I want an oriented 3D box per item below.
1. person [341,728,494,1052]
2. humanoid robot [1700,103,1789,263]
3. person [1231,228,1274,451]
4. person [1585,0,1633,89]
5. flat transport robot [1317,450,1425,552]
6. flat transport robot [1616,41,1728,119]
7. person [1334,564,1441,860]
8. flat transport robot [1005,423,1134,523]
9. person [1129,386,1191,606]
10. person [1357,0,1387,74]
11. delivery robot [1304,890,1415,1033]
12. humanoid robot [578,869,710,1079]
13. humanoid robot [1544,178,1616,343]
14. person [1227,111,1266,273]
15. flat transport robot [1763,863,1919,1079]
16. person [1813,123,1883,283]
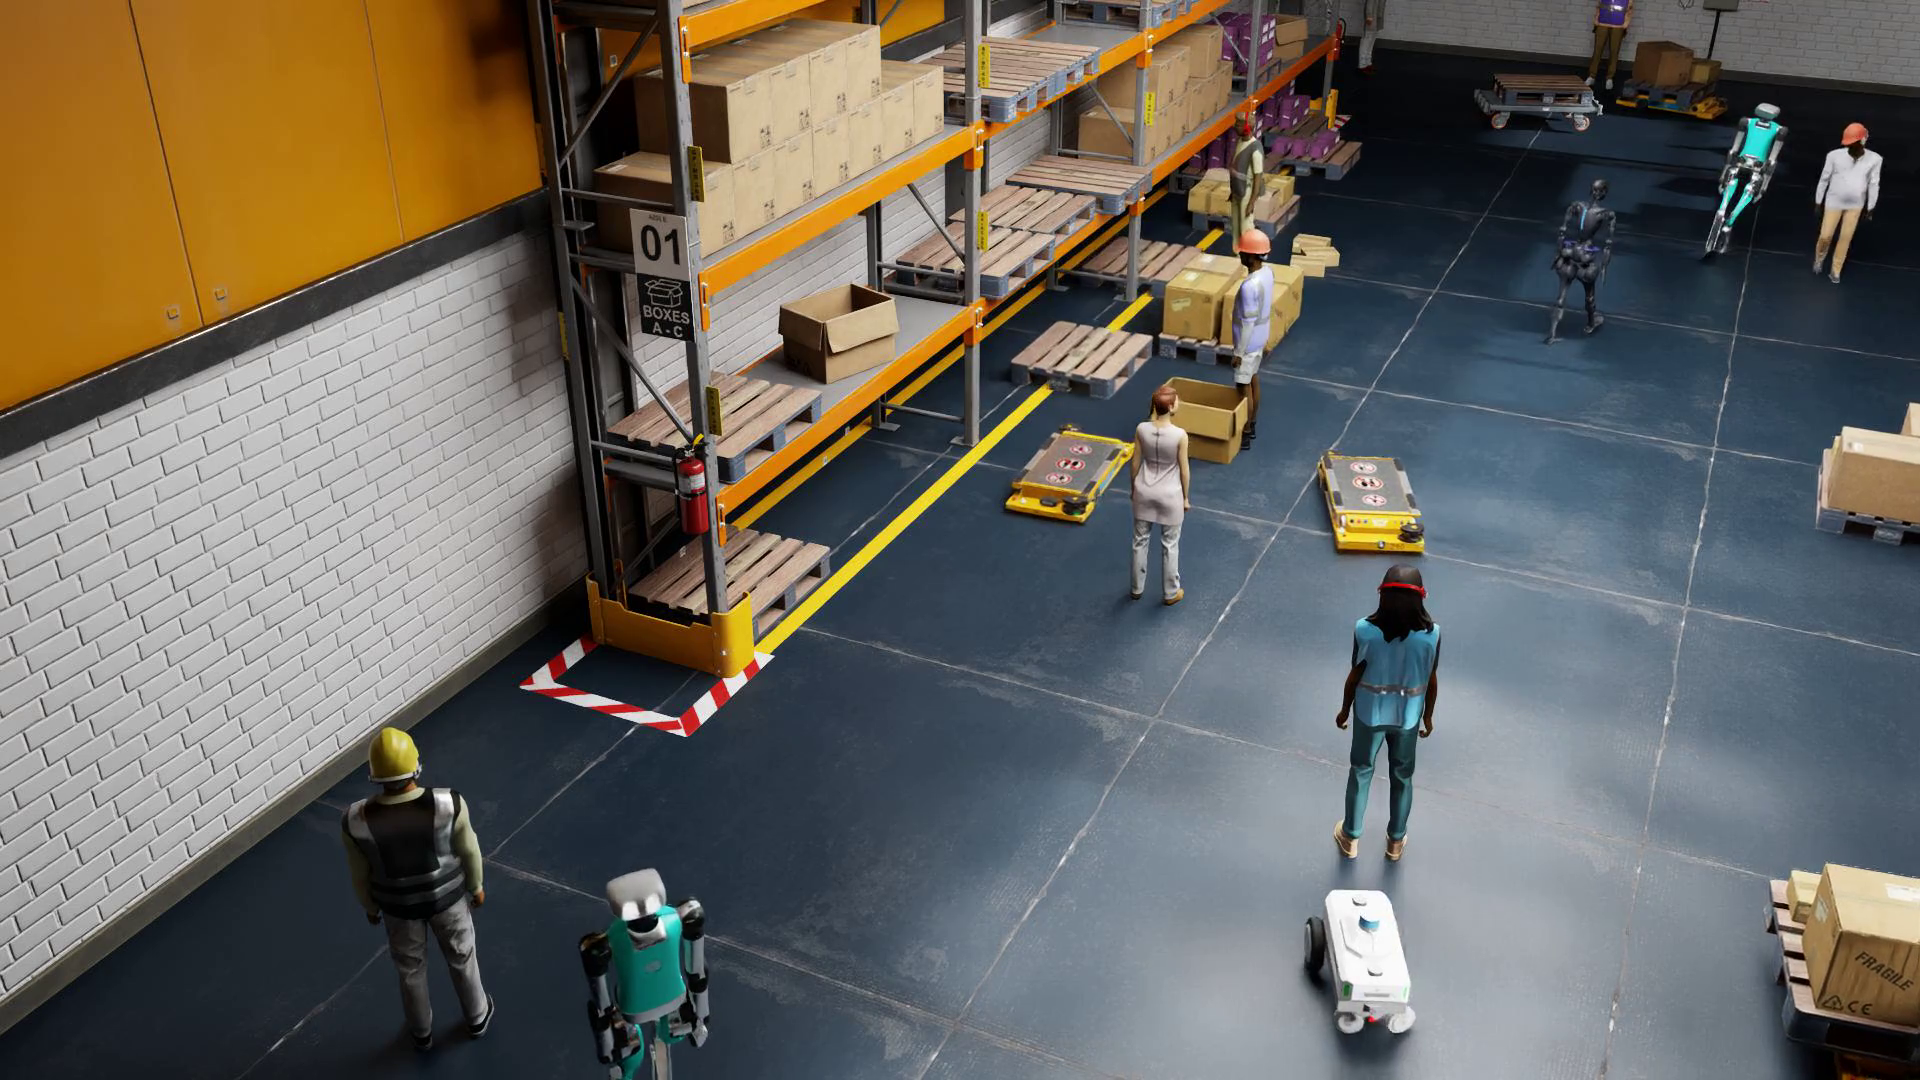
[{"bbox_3d":[-2.580,1.673,7.975,0.589,1.837,0.404,-8,29,-15],"label":"person"},{"bbox_3d":[8.620,-3.873,18.415,0.582,1.775,1.026,20,34,32],"label":"humanoid robot"},{"bbox_3d":[2.432,-1.698,14.121,0.351,1.938,0.543,12,30,21],"label":"person"},{"bbox_3d":[10.130,-8.021,25.858,0.531,1.925,0.419,16,32,27],"label":"person"},{"bbox_3d":[3.276,-0.323,13.327,0.659,0.231,1.431,2,28,4],"label":"flat transport robot"},{"bbox_3d":[10.648,-6.553,24.879,1.431,0.231,0.659,22,35,35],"label":"flat transport robot"},{"bbox_3d":[2.367,0.974,9.235,0.528,1.871,0.390,4,29,7],"label":"person"},{"bbox_3d":[0.930,-0.566,13.777,0.659,0.231,1.431,11,30,19],"label":"flat transport robot"},{"bbox_3d":[1.414,-0.313,11.843,0.449,1.656,0.290,13,31,22],"label":"person"},{"bbox_3d":[6.689,-8.476,26.802,0.365,1.831,0.507,19,34,32],"label":"person"},{"bbox_3d":[2.070,2.123,8.492,0.523,0.596,0.767,2,28,3],"label":"delivery robot"},{"bbox_3d":[-1.415,2.122,7.364,0.543,1.886,0.751,-15,32,-25],"label":"humanoid robot"},{"bbox_3d":[6.149,-2.781,16.447,0.786,1.624,0.598,-23,36,-36],"label":"humanoid robot"},{"bbox_3d":[3.076,-3.707,17.945,0.393,1.841,0.562,-7,29,-13],"label":"person"},{"bbox_3d":[4.728,2.325,8.416,0.659,0.231,1.431,8,29,15],"label":"flat transport robot"},{"bbox_3d":[9.535,-3.631,17.920,0.585,1.723,0.372,9,30,17],"label":"person"}]
